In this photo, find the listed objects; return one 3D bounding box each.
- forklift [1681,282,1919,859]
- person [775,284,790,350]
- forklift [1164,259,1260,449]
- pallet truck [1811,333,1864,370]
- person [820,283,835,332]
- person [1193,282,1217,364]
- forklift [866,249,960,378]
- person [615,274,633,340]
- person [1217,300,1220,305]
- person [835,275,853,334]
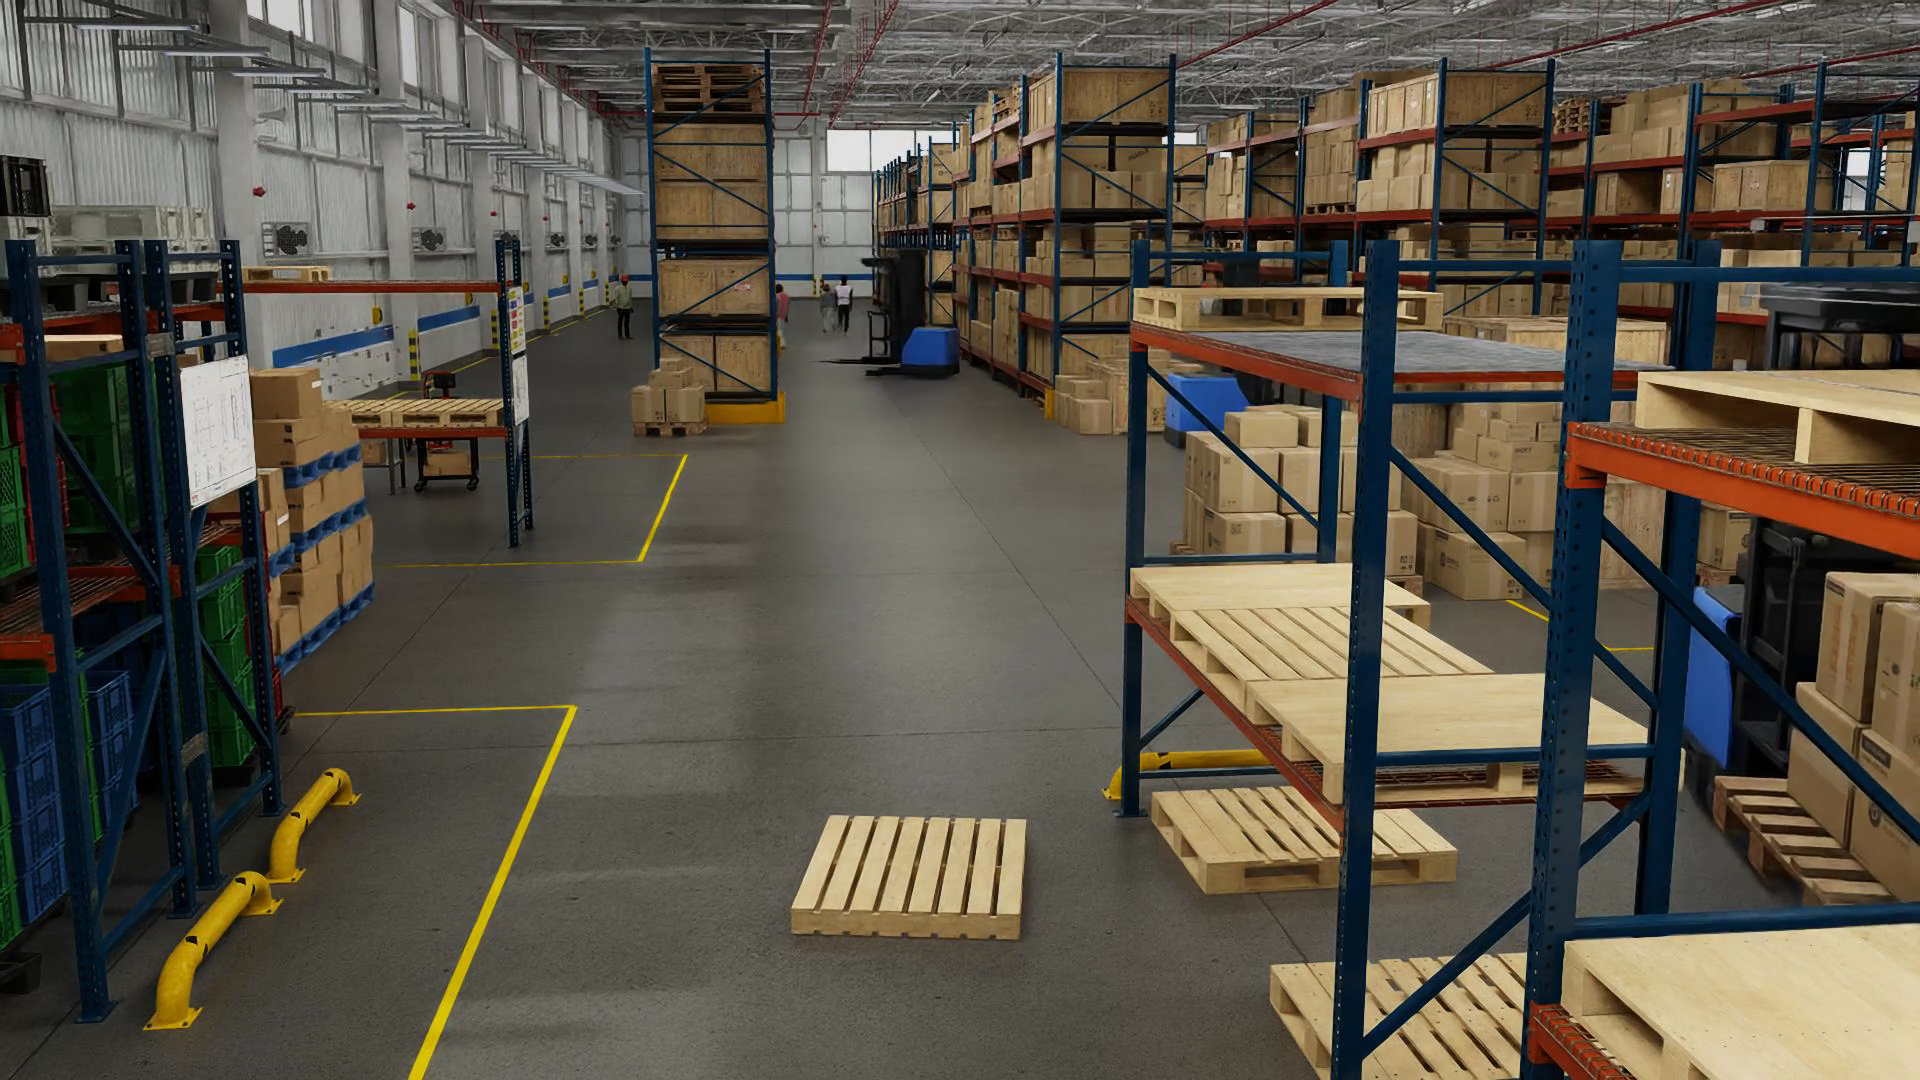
[{"bbox_3d":[4.479,0.089,8.438,1.129,2.768,1.873,2,10,9],"label":"forklift"},{"bbox_3d":[-5.003,-6.170,46.038,0.524,1.835,0.641,7,12,35],"label":"person"},{"bbox_3d":[3.998,-2.725,24.032,1.873,2.768,1.129,-1,10,-6],"label":"forklift"},{"bbox_3d":[15.846,-3.142,28.793,1.885,1.965,0.823,2,10,12],"label":"pallet truck"},{"bbox_3d":[-4.340,-7.615,54.628,0.510,1.616,0.592,-6,12,-30],"label":"person"},{"bbox_3d":[6.065,-5.338,40.969,0.607,2.006,1.008,-2,10,-12],"label":"person"},{"bbox_3d":[-1.012,-5.027,36.788,1.873,2.768,1.129,3,11,17],"label":"forklift"},{"bbox_3d":[-10.252,-7.111,50.790,0.375,1.996,0.608,8,13,39],"label":"person"},{"bbox_3d":[7.211,-6.644,48.559,0.971,1.856,0.665,-6,12,-30],"label":"person"},{"bbox_3d":[-3.758,-7.606,53.787,0.599,1.899,0.546,0,10,2],"label":"person"}]
